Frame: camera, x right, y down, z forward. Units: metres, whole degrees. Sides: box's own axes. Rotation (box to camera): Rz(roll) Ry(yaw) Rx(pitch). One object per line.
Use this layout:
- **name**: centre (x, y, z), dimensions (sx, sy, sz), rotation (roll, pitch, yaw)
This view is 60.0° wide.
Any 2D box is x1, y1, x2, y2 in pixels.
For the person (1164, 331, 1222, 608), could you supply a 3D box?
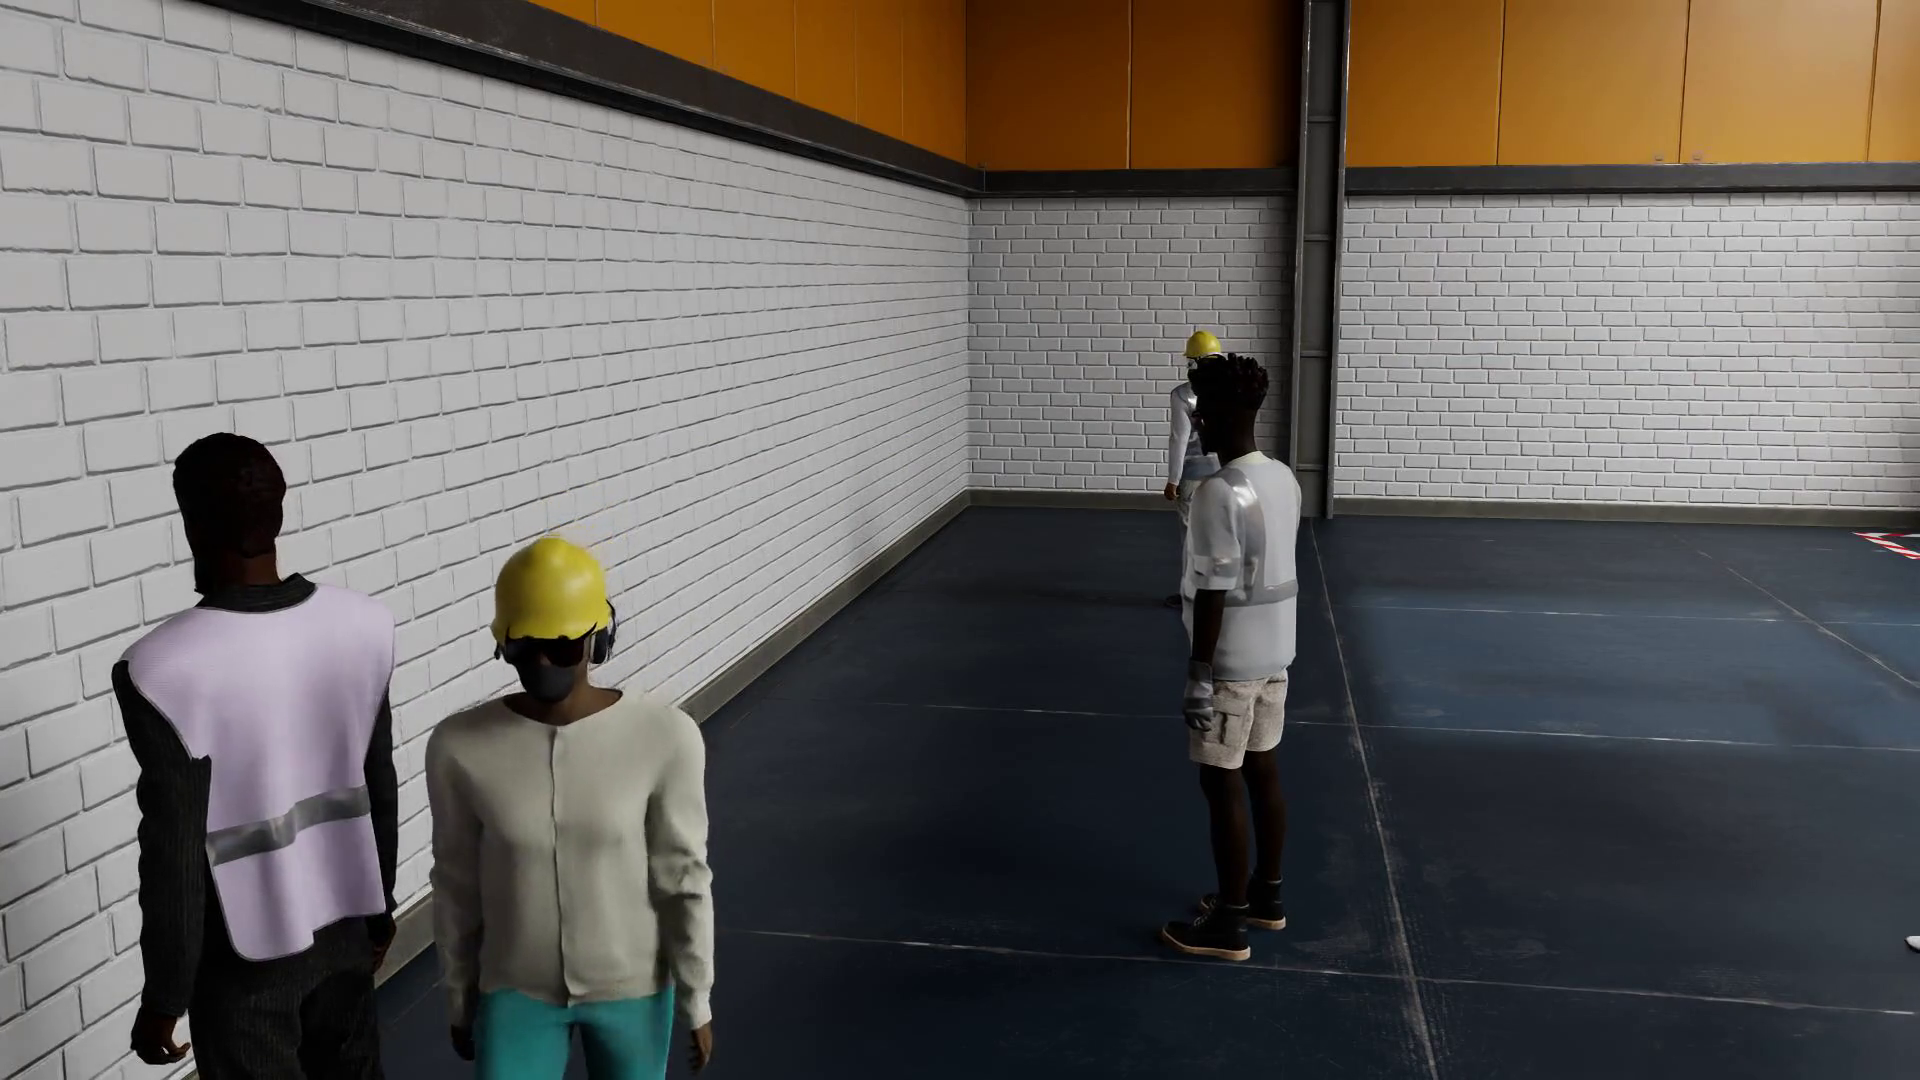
- **person**: centre (1.582, -0.453, 10.940), dimensions (0.590, 1.833, 0.404), rotation (-6, 11, -34)

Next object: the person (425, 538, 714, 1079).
- **person**: centre (-0.717, 0.854, 3.107), dimensions (0.521, 1.752, 0.381), rotation (-1, 9, -8)

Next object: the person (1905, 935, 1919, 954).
- **person**: centre (3.647, 0.449, 5.272), dimensions (0.983, 1.864, 0.662), rotation (2, 9, 14)

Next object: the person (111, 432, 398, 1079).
- **person**: centre (-1.305, 0.751, 3.211), dimensions (0.370, 1.915, 0.596), rotation (4, 10, 26)

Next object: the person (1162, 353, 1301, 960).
- **person**: centre (0.899, 0.373, 5.435), dimensions (0.375, 1.958, 0.606), rotation (6, 11, 33)
